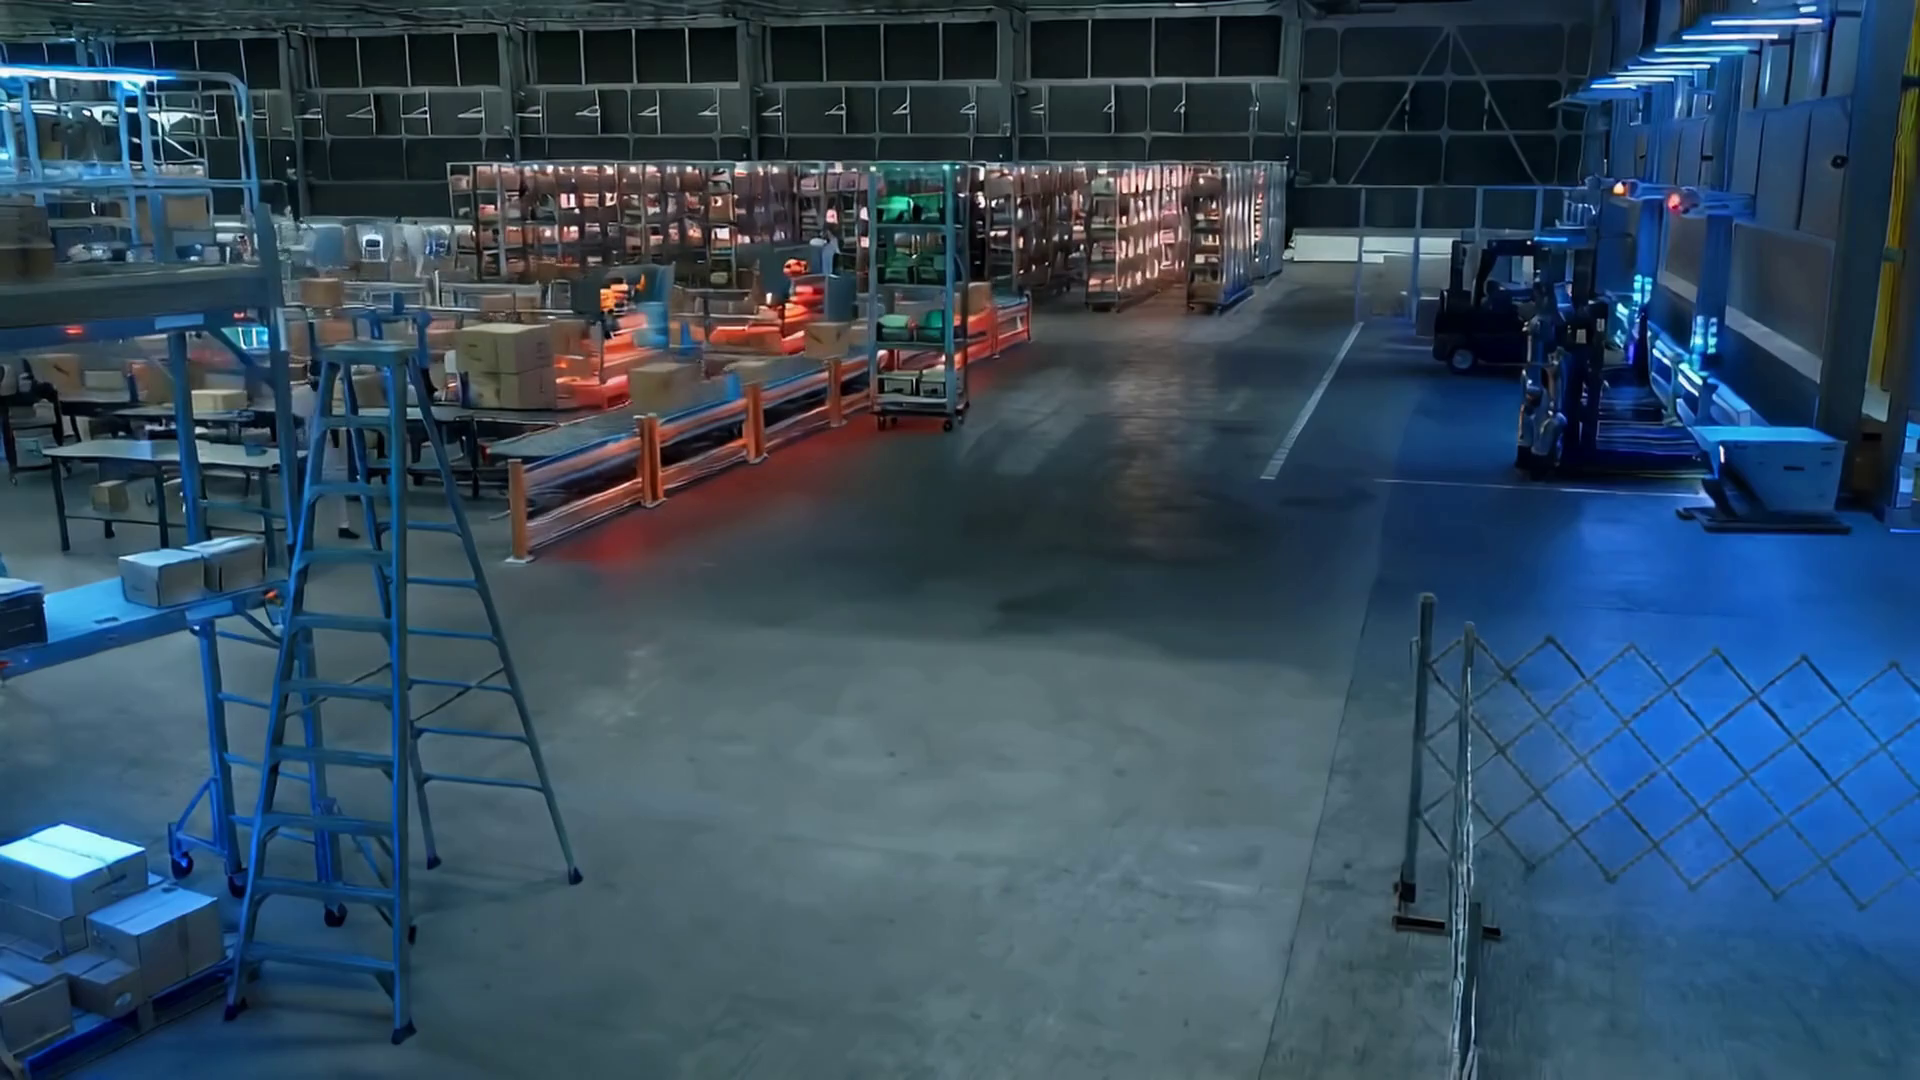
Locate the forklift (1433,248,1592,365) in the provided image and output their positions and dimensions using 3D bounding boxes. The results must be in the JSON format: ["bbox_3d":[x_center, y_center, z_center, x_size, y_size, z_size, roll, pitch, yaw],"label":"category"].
[{"bbox_3d":[9.780,-4.111,29.280,2.680,1.987,1.157,3,13,14],"label":"forklift"}]

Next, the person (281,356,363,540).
[{"bbox_3d":[-6.400,-0.909,16.492,0.835,1.839,0.524,5,14,22],"label":"person"}]

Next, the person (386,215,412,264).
[{"bbox_3d":[-19.838,-10.573,58.546,0.486,1.705,0.891,11,17,39],"label":"person"}]

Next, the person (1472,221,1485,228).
[{"bbox_3d":[14.279,-7.838,46.061,0.383,1.996,0.609,6,14,25],"label":"person"}]

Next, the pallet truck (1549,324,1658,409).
[{"bbox_3d":[9.824,-2.669,25.407,1.601,1.201,0.680,4,14,16],"label":"pallet truck"}]

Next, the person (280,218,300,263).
[{"bbox_3d":[-22.291,-9.840,55.357,0.570,1.694,0.928,-12,18,-42],"label":"person"}]

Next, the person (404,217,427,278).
[{"bbox_3d":[-16.921,-9.097,51.722,0.643,1.895,0.414,-4,14,-19],"label":"person"}]

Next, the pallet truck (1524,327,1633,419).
[{"bbox_3d":[9.065,-2.460,24.370,1.522,1.261,0.704,3,13,14],"label":"pallet truck"}]

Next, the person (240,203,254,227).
[{"bbox_3d":[-28.497,-12.488,66.360,0.777,1.905,0.548,5,14,22],"label":"person"}]

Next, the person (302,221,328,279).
[{"bbox_3d":[-19.886,-8.842,50.860,0.937,1.785,0.596,2,13,10],"label":"person"}]

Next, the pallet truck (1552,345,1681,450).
[{"bbox_3d":[8.641,-1.896,21.908,1.630,1.274,0.653,4,14,16],"label":"pallet truck"}]

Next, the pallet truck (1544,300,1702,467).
[{"bbox_3d":[8.263,-1.952,20.631,1.885,1.965,0.823,5,14,20],"label":"pallet truck"}]

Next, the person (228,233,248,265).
[{"bbox_3d":[-19.192,-7.365,44.371,0.601,1.831,0.404,6,14,24],"label":"person"}]

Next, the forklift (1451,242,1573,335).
[{"bbox_3d":[10.464,-4.597,31.405,2.680,1.987,1.157,4,14,16],"label":"forklift"}]

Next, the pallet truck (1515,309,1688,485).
[{"bbox_3d":[7.554,-1.677,19.446,1.885,1.965,0.823,3,13,14],"label":"pallet truck"}]

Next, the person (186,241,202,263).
[{"bbox_3d":[-16.589,-5.517,36.137,0.404,1.945,0.615,-5,14,-20],"label":"person"}]
